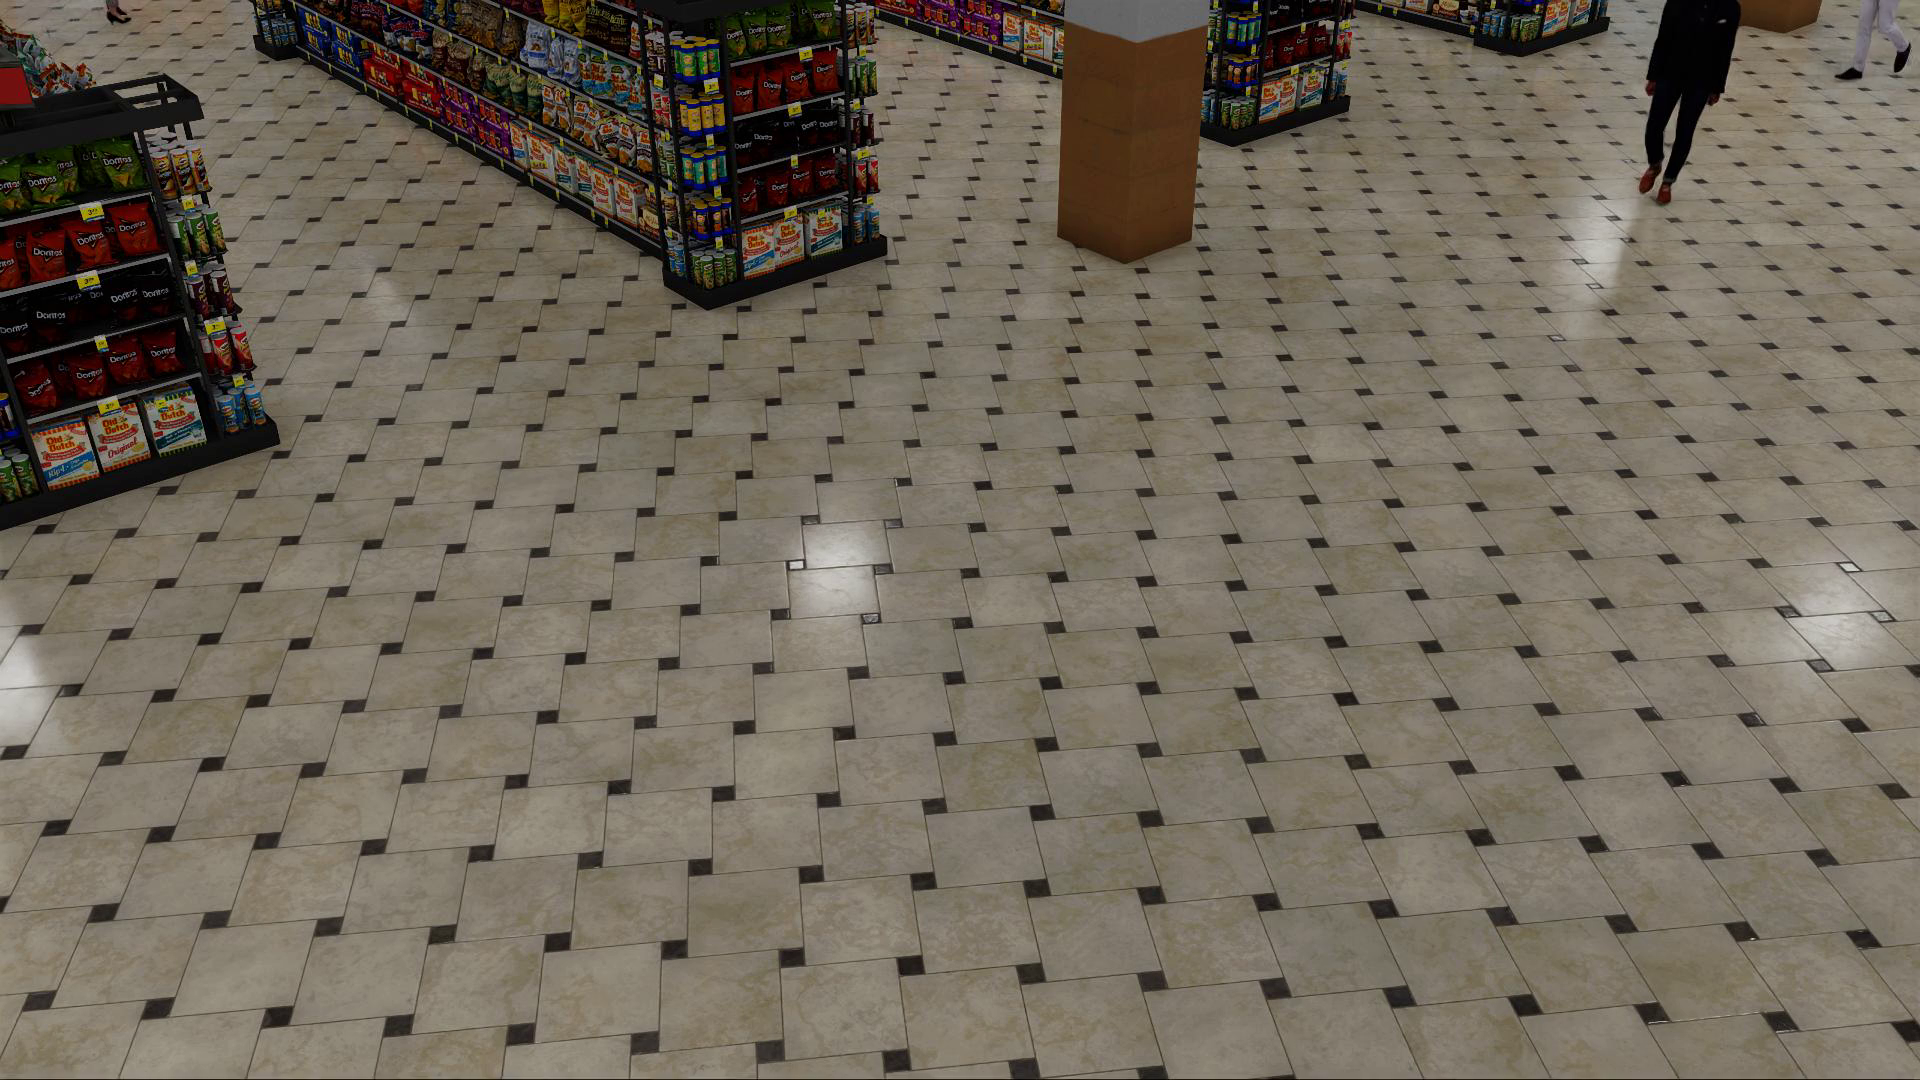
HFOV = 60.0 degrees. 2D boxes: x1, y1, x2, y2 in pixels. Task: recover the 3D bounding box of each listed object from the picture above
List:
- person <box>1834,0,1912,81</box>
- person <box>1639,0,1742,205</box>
[{"bbox_3d":[8.487,-5.080,15.053,0.941,1.827,0.997,-10,33,-15],"label":"person"},{"bbox_3d":[5.438,-3.454,12.454,0.762,1.812,0.883,14,34,21],"label":"person"}]
